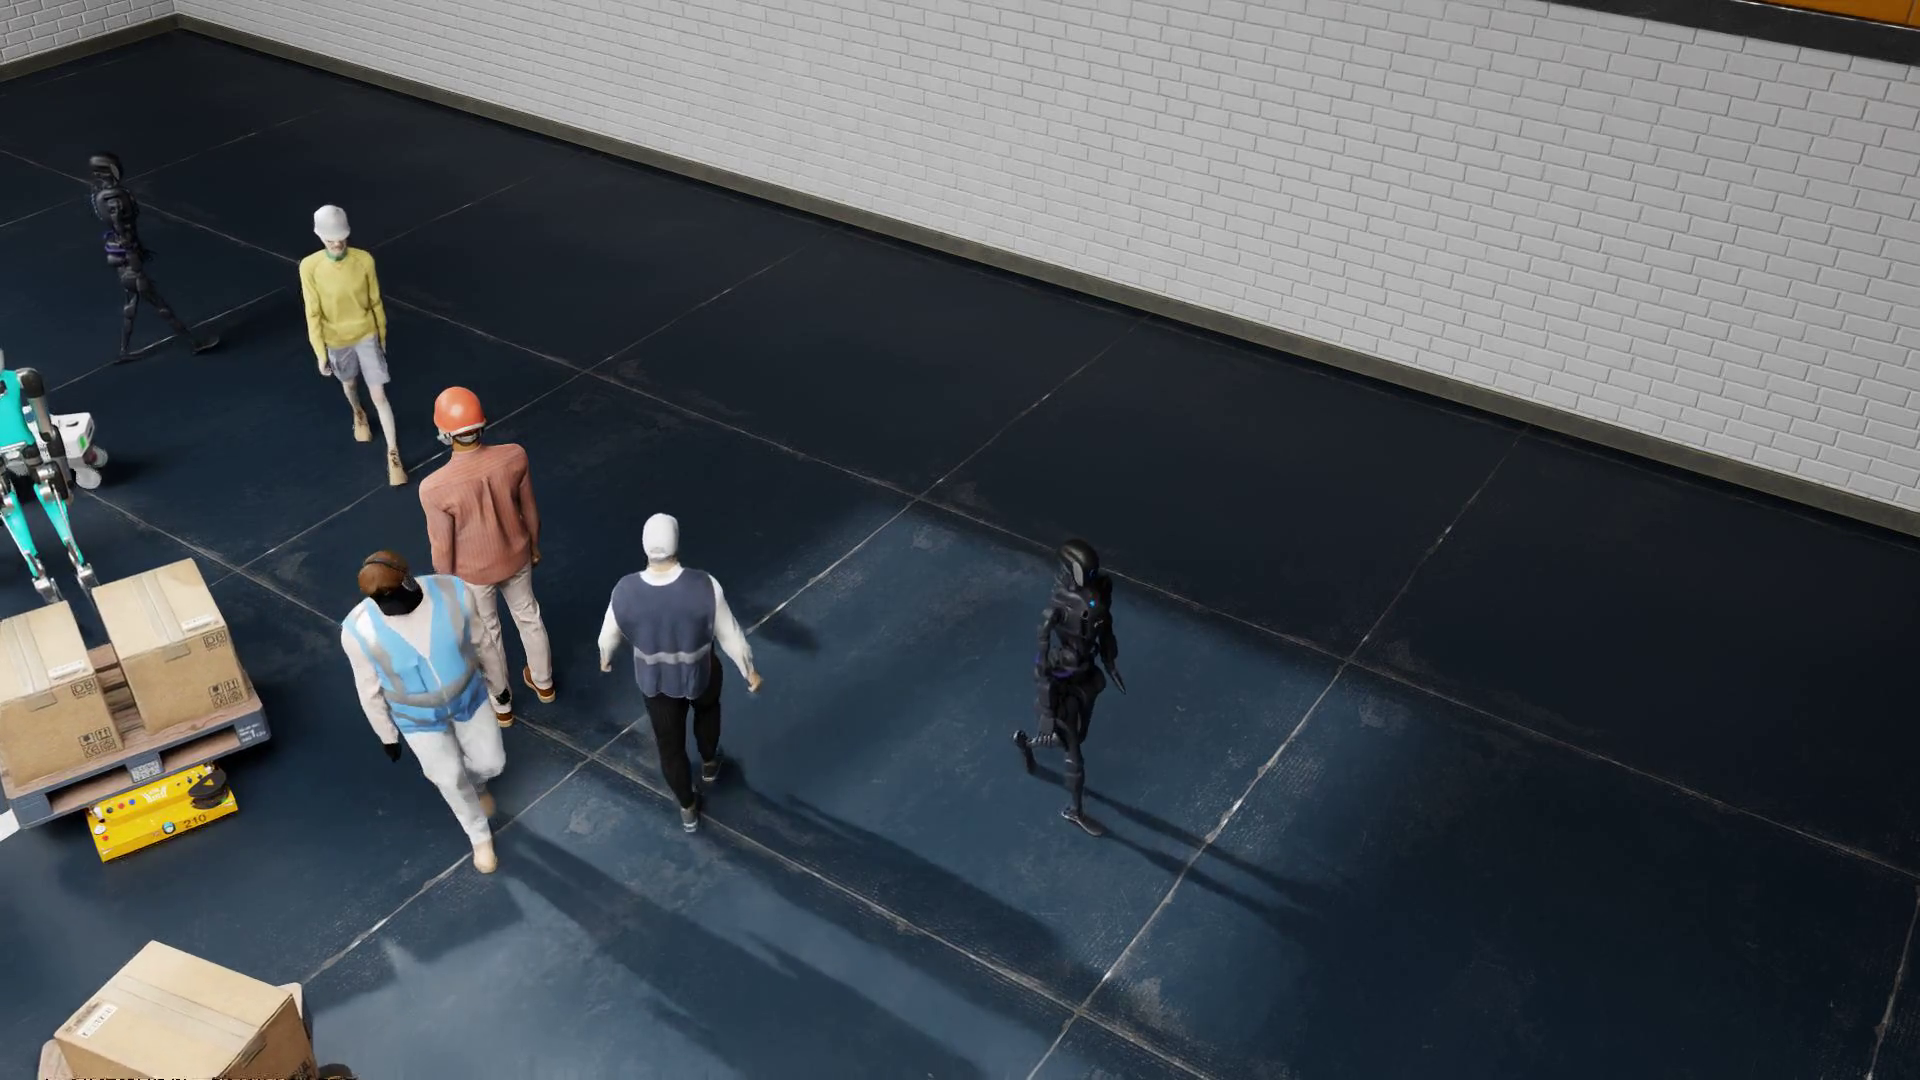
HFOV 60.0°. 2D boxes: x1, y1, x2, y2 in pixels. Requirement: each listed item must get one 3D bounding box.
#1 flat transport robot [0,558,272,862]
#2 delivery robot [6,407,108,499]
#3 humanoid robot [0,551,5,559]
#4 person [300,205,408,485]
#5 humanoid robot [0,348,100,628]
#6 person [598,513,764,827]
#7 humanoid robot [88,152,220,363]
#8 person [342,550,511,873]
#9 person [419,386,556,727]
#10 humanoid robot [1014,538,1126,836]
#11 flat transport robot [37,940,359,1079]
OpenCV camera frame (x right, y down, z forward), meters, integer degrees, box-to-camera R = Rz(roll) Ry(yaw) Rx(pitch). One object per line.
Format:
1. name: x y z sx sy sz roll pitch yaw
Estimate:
1. flat transport robot: -4.328 1.076 8.726 0.659 0.231 1.431 -21 40 -27
2. delivery robot: -6.037 -0.587 10.853 0.797 0.595 0.499 -8 36 -12
3. humanoid robot: -5.996 -0.496 9.759 0.381 1.642 0.599 -15 38 -21
4. person: -3.958 -1.326 10.796 0.490 1.843 0.985 -13 37 -18
5. humanoid robot: -5.144 -0.165 9.250 0.541 1.833 0.686 -23 41 -29
6. person: -1.372 0.569 8.163 0.795 1.734 0.705 -4 35 -5
7. humanoid robot: -5.925 -2.040 11.988 0.772 1.628 0.597 -14 37 -20
8. person: -2.448 0.784 7.806 0.657 1.804 0.518 -20 40 -26
9. person: -2.442 0.097 8.623 0.610 1.994 0.378 -29 44 -35
10. humanoid robot: 0.498 0.668 8.109 0.693 1.646 0.583 26 43 32
11. flat transport robot: -3.136 2.557 6.610 1.431 0.231 0.659 -10 36 -14
